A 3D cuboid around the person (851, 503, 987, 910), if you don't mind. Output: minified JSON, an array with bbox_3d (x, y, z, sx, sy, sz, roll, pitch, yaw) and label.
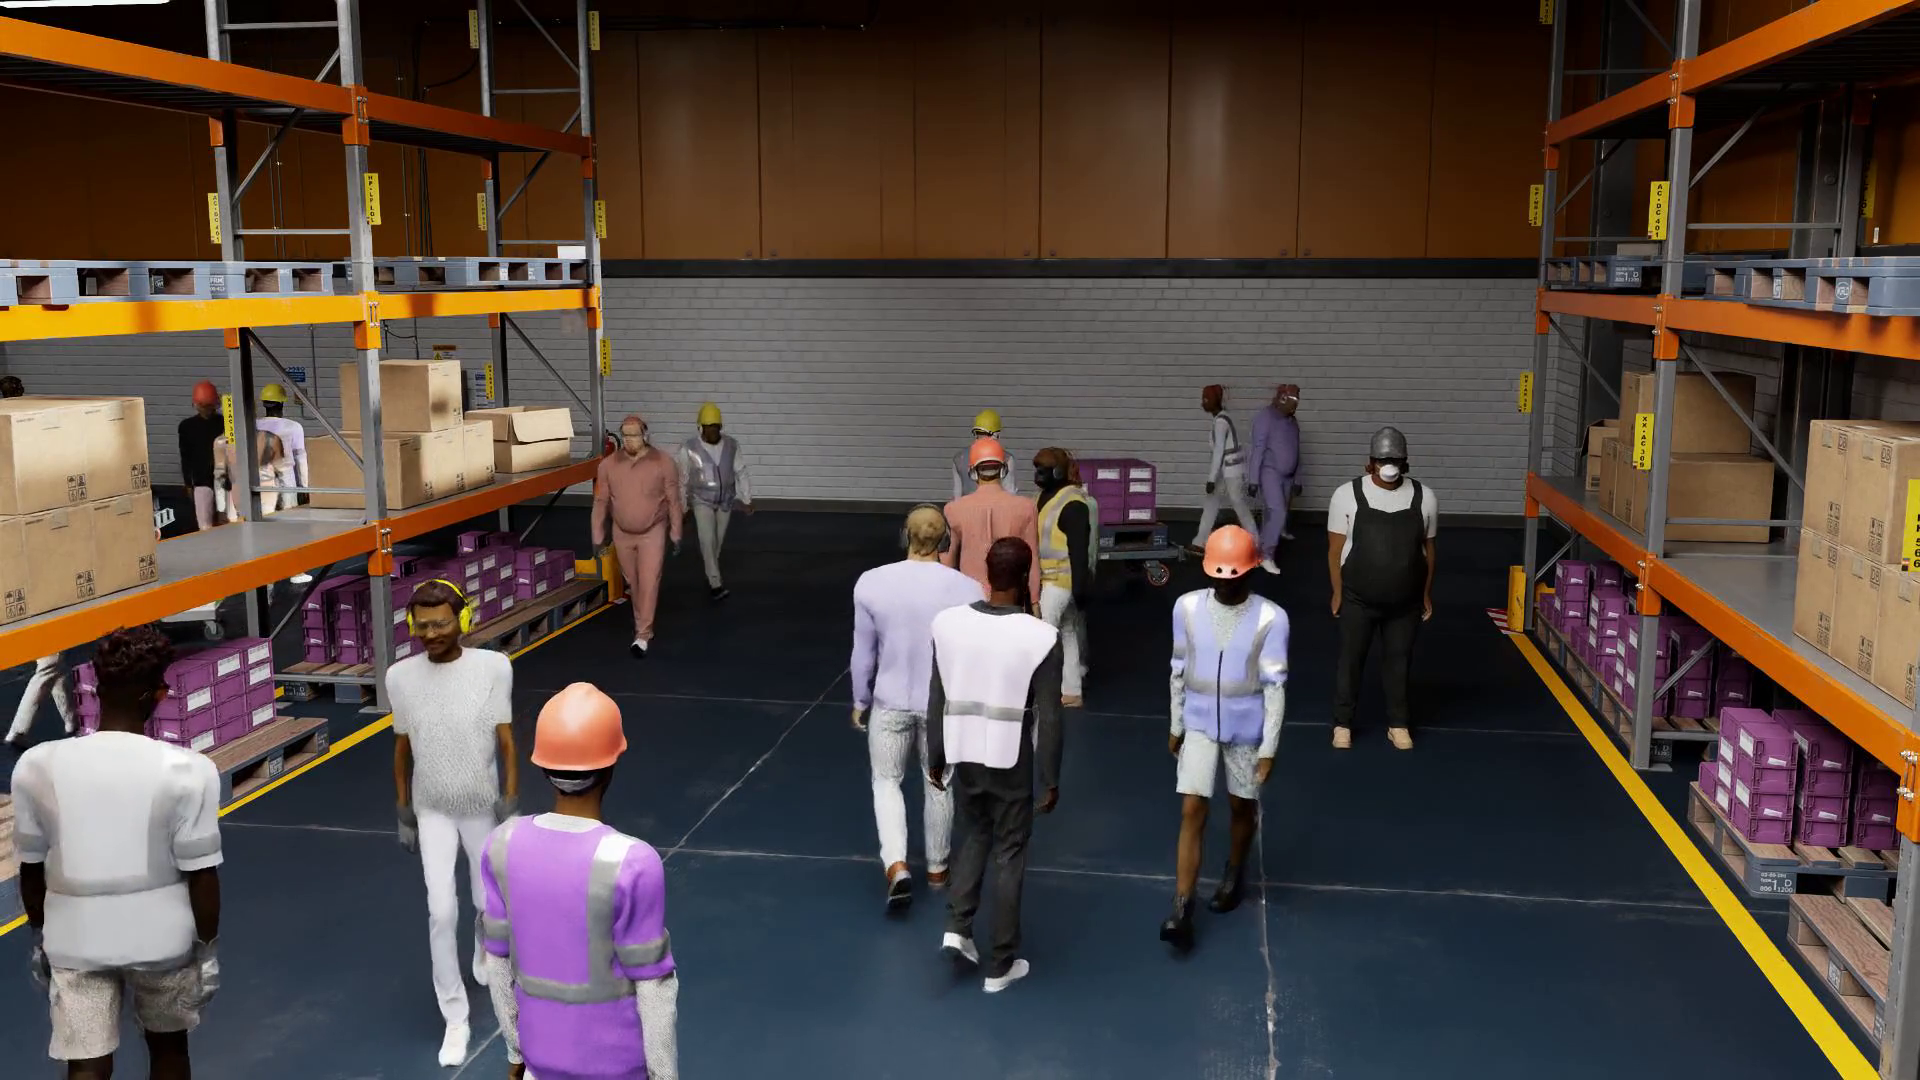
[{"bbox_3d":[-0.200,0.779,7.817,0.662,1.925,0.691,0,9,-2],"label":"person"}]

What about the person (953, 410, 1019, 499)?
[{"bbox_3d":[0.237,-0.176,13.975,0.590,1.833,0.404,5,10,27],"label":"person"}]

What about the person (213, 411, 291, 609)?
[{"bbox_3d":[-6.293,-0.333,14.742,0.598,1.894,0.758,0,9,-1],"label":"person"}]

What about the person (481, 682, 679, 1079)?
[{"bbox_3d":[-0.965,1.327,4.364,0.551,1.941,0.342,4,10,24],"label":"person"}]

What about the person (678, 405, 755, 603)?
[{"bbox_3d":[-2.220,-0.342,15.148,0.597,1.775,0.949,-6,11,-31],"label":"person"}]

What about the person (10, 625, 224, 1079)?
[{"bbox_3d":[-2.548,1.227,5.031,0.609,1.933,0.887,-2,9,-12],"label":"person"}]

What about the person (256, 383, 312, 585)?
[{"bbox_3d":[-6.494,-0.526,15.840,0.592,1.926,0.366,0,9,-3],"label":"person"}]

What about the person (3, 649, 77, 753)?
[{"bbox_3d":[-5.771,0.515,10.438,0.525,1.605,0.841,2,10,14],"label":"person"}]

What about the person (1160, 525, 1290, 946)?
[{"bbox_3d":[1.166,0.862,7.428,0.563,1.873,1.011,4,10,21],"label":"person"}]

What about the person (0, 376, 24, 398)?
[{"bbox_3d":[-10.340,-0.873,18.232,0.504,1.847,0.345,4,10,25],"label":"person"}]

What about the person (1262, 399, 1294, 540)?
[{"bbox_3d":[3.463,-0.754,18.240,0.522,1.598,0.427,-5,10,-28],"label":"person"}]

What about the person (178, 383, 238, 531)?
[{"bbox_3d":[-7.140,-0.541,15.964,0.629,1.927,1.051,-2,9,-14],"label":"person"}]

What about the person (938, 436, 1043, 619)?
[{"bbox_3d":[0.181,0.353,10.235,0.651,1.981,0.422,0,9,3],"label":"person"}]

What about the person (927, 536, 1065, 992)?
[{"bbox_3d":[0.135,0.930,6.988,0.621,1.889,0.457,5,10,27],"label":"person"}]

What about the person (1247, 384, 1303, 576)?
[{"bbox_3d":[3.157,-0.594,16.392,0.581,1.880,0.674,9,13,44],"label":"person"}]

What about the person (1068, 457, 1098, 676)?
[{"bbox_3d":[0.774,0.196,12.326,0.497,1.626,0.288,1,9,6],"label":"person"}]

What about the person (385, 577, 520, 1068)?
[{"bbox_3d":[-1.961,1.028,6.530,0.507,1.839,0.802,-2,9,-12],"label":"person"}]

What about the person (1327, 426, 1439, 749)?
[{"bbox_3d":[2.644,0.304,10.375,0.681,2.000,0.536,1,9,4],"label":"person"}]

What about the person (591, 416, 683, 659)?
[{"bbox_3d":[-2.539,-0.022,12.926,0.678,1.853,0.985,1,9,6],"label":"person"}]

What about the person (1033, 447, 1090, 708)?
[{"bbox_3d":[0.512,0.283,11.213,0.771,1.816,0.634,-2,10,-15],"label":"person"}]

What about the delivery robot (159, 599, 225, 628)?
[{"bbox_3d":[-6.338,0.499,13.452,0.707,0.478,0.477,-3,10,-18],"label":"delivery robot"}]

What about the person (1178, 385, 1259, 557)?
[{"bbox_3d":[2.709,-0.695,17.227,0.995,1.810,0.588,1,9,4],"label":"person"}]
